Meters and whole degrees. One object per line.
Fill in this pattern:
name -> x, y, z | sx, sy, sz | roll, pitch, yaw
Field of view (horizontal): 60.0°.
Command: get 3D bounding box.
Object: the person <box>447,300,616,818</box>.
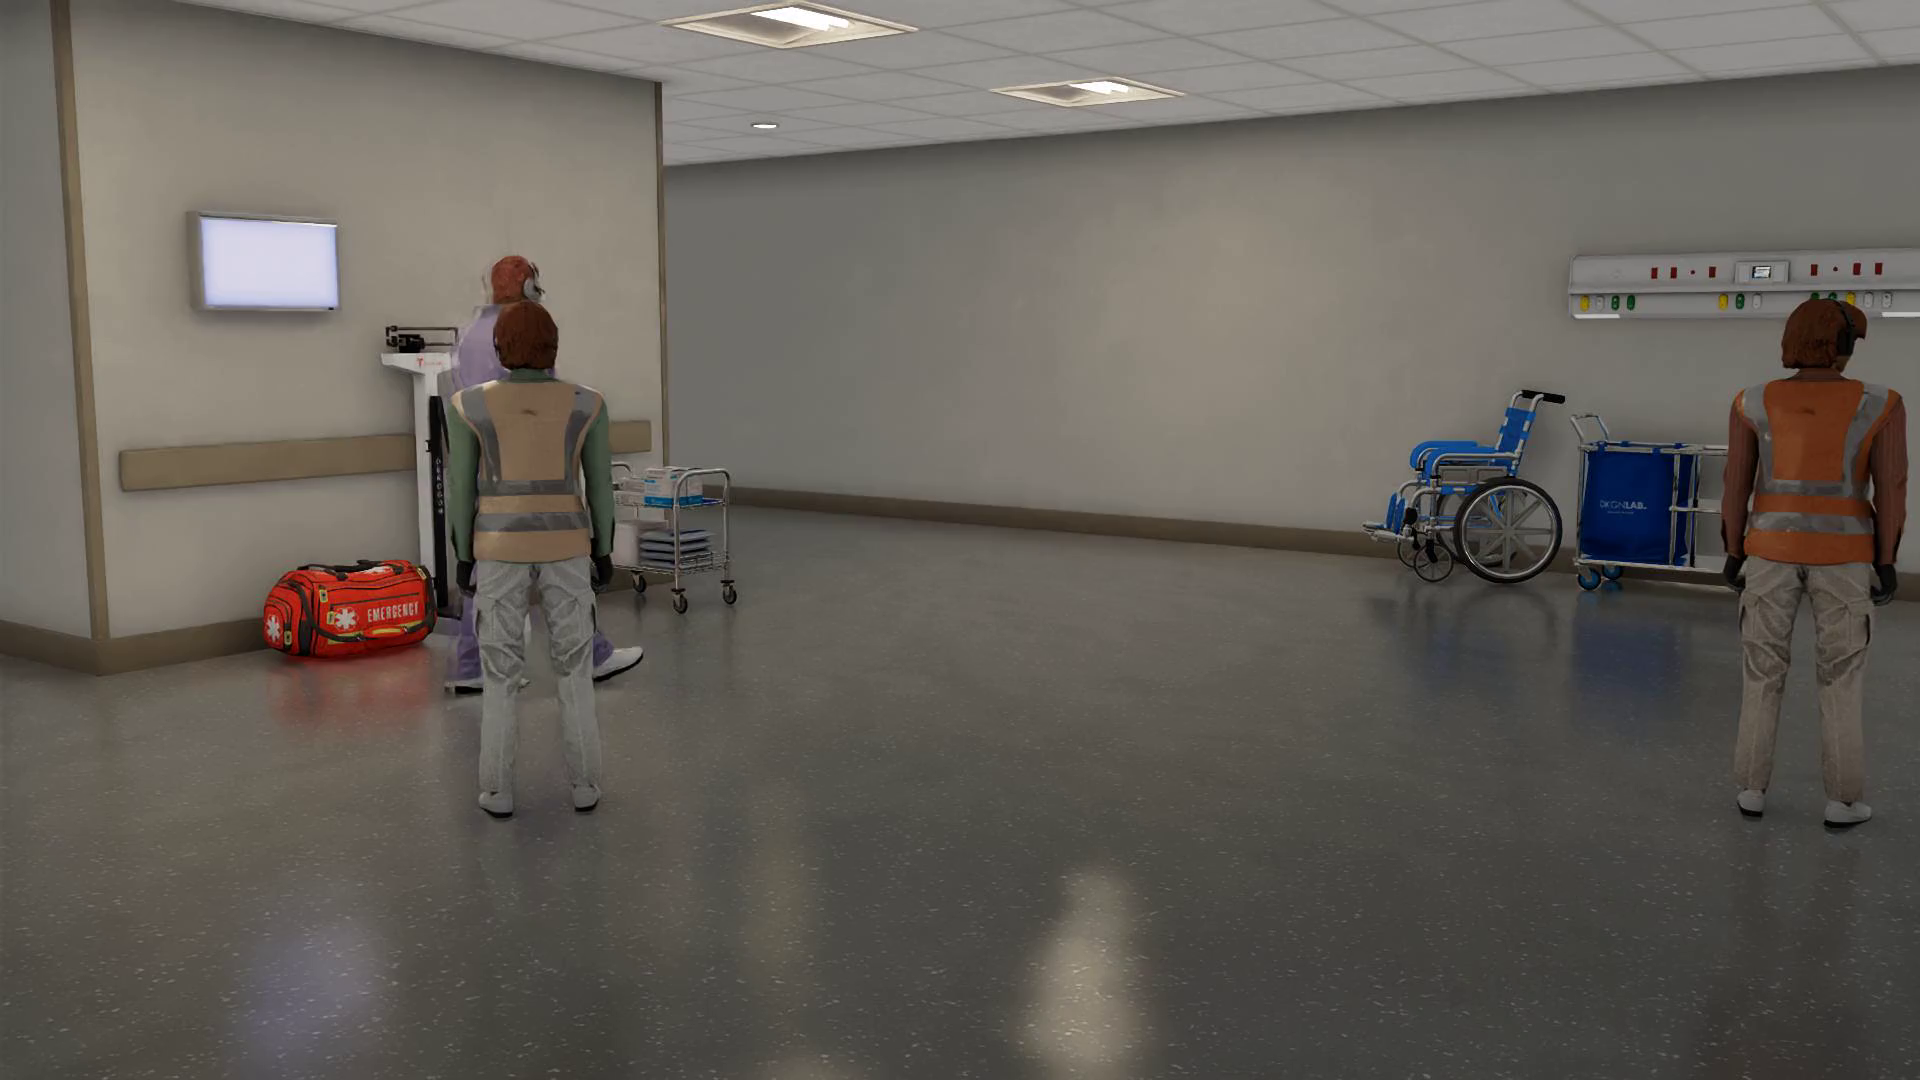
person -> -1.351, 0.063, 5.276 | 0.517, 1.633, 0.310 | -2, 7, -18

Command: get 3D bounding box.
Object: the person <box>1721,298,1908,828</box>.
person -> 2.646, 0.071, 5.189 | 0.516, 1.636, 0.314 | 5, 9, 37

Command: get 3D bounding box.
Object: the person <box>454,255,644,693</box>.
person -> -1.806, -0.282, 7.159 | 0.884, 1.855, 0.720 | -6, 9, -38
